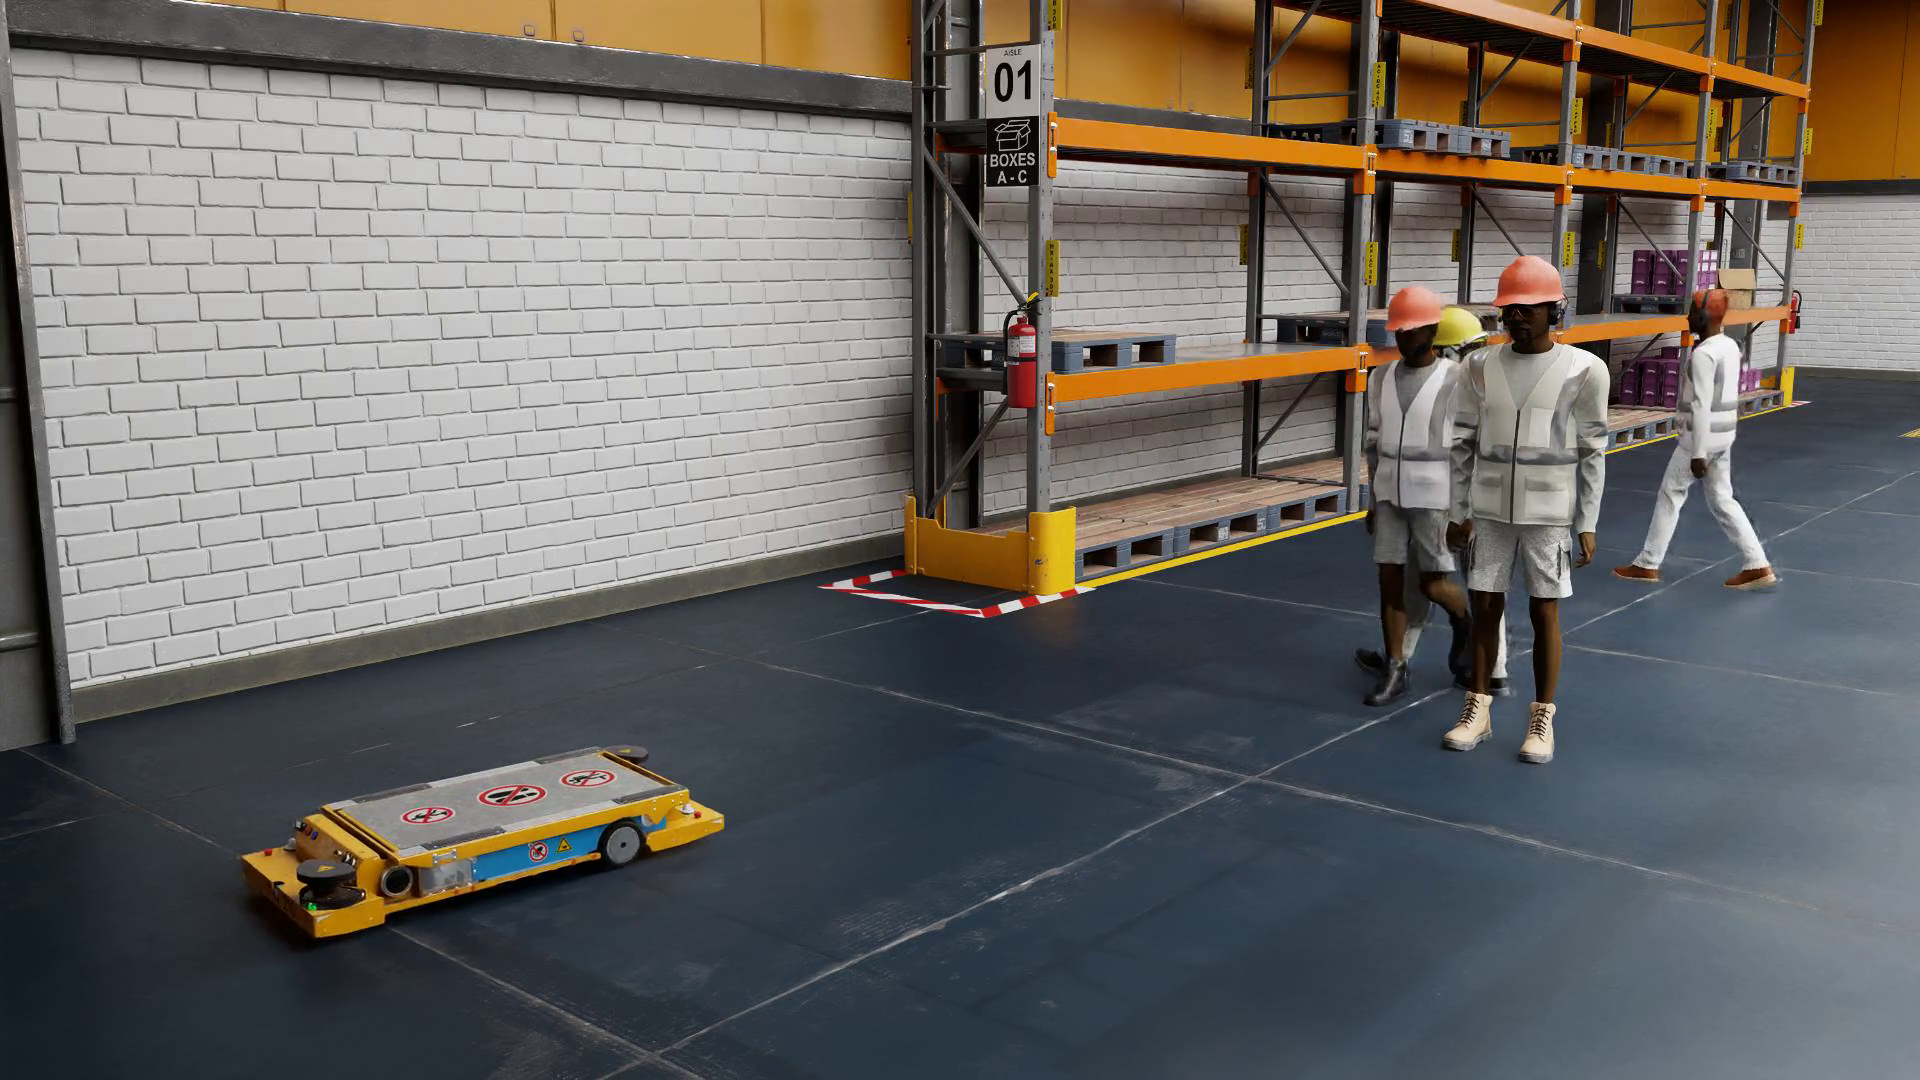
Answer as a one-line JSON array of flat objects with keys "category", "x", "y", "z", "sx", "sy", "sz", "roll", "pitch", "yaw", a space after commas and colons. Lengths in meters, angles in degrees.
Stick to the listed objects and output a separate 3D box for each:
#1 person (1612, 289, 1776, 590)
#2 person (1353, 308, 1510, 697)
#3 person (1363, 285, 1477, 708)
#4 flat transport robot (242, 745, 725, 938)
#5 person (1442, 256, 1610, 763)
[{"category": "person", "x": 4.553, "y": -0.609, "z": 10.149, "sx": 0.583, "sy": 1.849, "sz": 0.921, "roll": -10, "pitch": 14, "yaw": -43}, {"category": "person", "x": 2.299, "y": -0.177, "z": 7.807, "sx": 0.606, "sy": 1.804, "sz": 0.732, "roll": -7, "pitch": 12, "yaw": -35}, {"category": "person", "x": 2.130, "y": -0.209, "z": 7.636, "sx": 0.548, "sy": 1.918, "sz": 0.674, "roll": 10, "pitch": 14, "yaw": 44}, {"category": "flat transport robot", "x": -1.576, "y": 0.969, "z": 5.598, "sx": 1.431, "sy": 0.197, "sz": 0.652, "roll": -8, "pitch": 13, "yaw": -40}, {"category": "person", "x": 2.263, "y": -0.114, "z": 6.722, "sx": 0.615, "sy": 2.040, "sz": 0.391, "roll": 7, "pitch": 12, "yaw": 34}]
